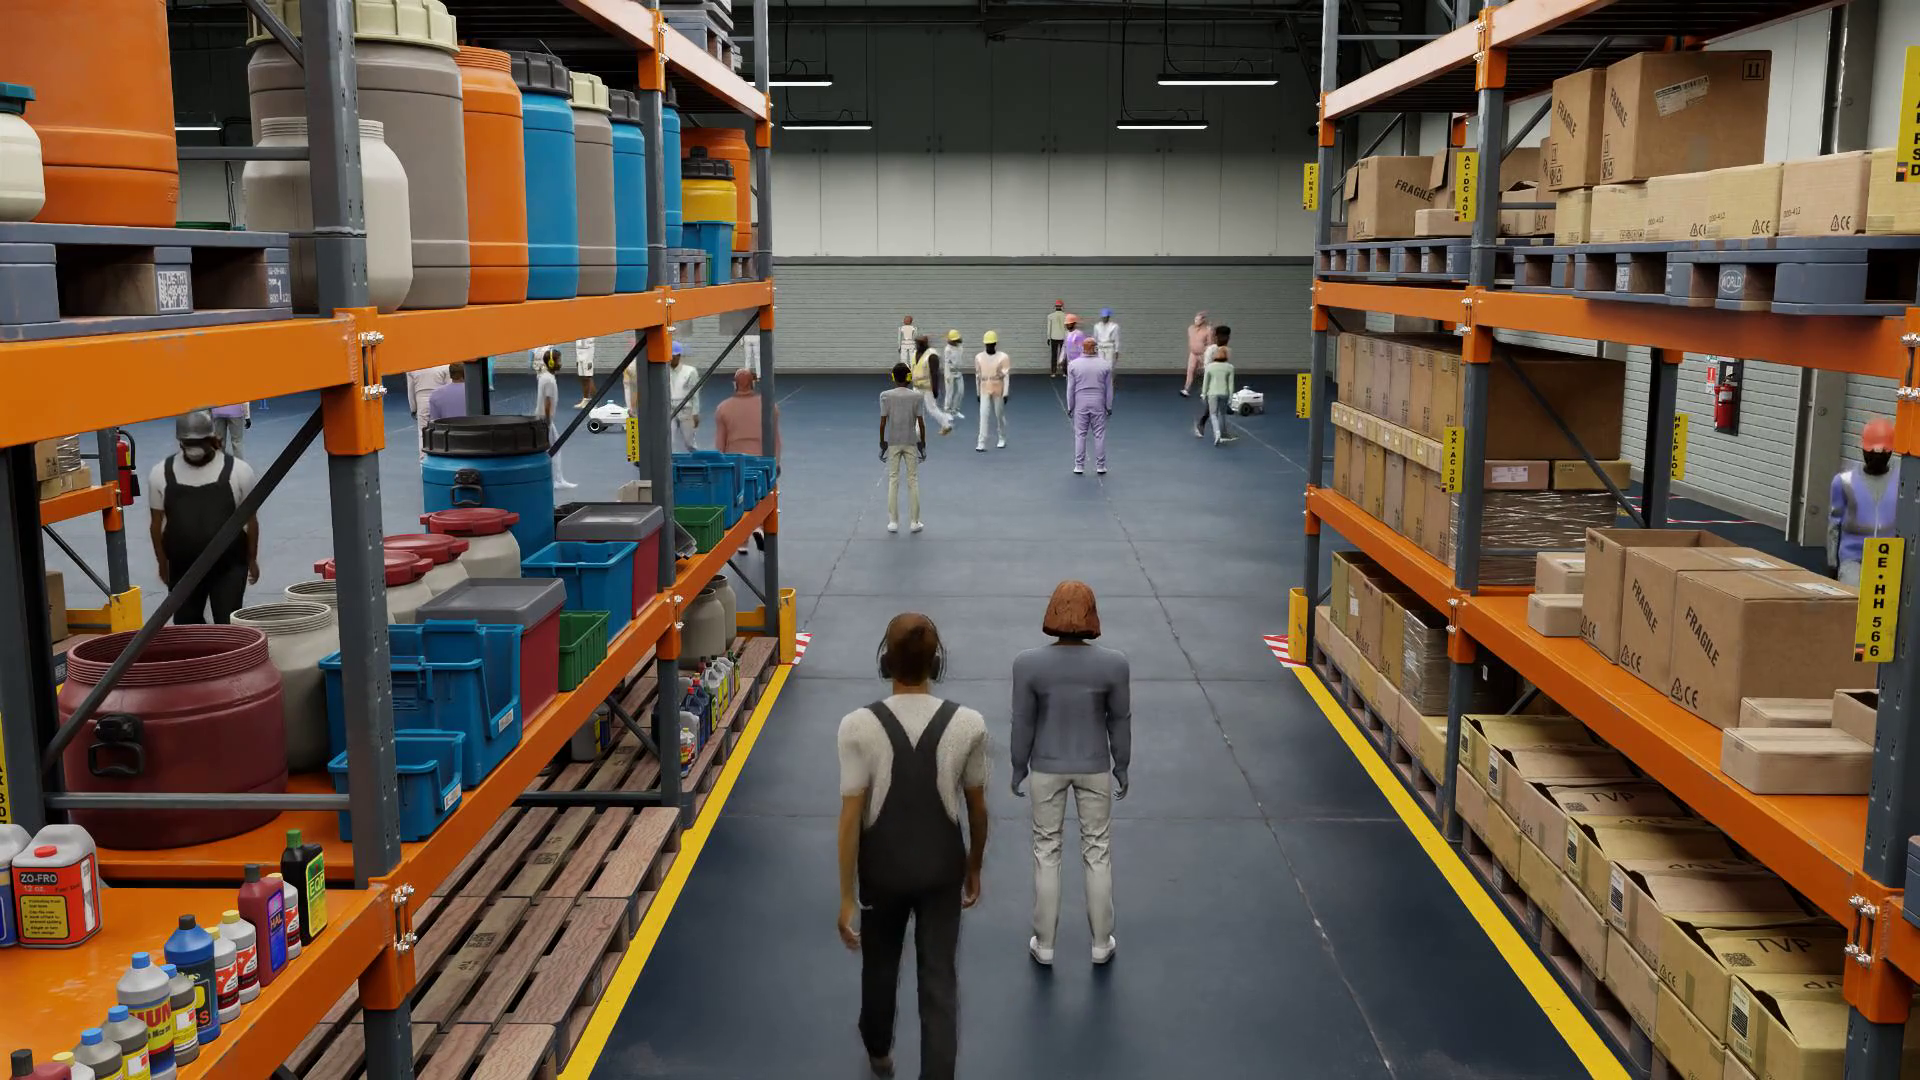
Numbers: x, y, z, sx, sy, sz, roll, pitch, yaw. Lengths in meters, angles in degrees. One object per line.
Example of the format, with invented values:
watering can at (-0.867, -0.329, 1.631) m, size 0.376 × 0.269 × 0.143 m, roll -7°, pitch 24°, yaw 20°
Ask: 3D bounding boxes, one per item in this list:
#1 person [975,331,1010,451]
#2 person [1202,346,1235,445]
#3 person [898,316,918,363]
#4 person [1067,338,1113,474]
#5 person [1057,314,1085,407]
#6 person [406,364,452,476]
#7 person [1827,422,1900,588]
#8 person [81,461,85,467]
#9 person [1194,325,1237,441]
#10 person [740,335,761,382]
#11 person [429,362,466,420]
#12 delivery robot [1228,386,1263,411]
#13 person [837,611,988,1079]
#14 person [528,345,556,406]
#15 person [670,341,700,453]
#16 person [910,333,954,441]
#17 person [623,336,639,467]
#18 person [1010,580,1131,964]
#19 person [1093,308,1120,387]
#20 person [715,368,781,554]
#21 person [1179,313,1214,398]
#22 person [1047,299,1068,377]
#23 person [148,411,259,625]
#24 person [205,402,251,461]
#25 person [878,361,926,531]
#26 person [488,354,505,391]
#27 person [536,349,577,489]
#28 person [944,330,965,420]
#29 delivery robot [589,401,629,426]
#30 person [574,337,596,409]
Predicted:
person at (0.510, -2.363, 26.312) m, size 0.597 × 1.875 × 1.008 m, roll 3°, pitch 10°, yaw 19°
person at (4.214, -2.346, 27.041) m, size 0.498 × 1.607 × 0.768 m, roll 0°, pitch 9°, yaw -2°
person at (-1.283, -4.734, 41.211) m, size 0.523 × 1.636 × 0.311 m, roll 0°, pitch 9°, yaw 1°
person at (1.815, -1.878, 23.306) m, size 0.652 × 1.904 × 0.402 m, roll 0°, pitch 9°, yaw 1°
person at (2.258, -3.638, 33.829) m, size 0.628 × 1.911 × 0.576 m, roll -5°, pitch 11°, yaw -27°
person at (-7.302, -1.839, 23.065) m, size 0.652 × 1.906 × 0.402 m, roll 0°, pitch 9°, yaw 1°
person at (6.211, 0.135, 11.333) m, size 0.554 × 1.880 × 0.975 m, roll 4°, pitch 10°, yaw 21°
person at (-12.988, -1.981, 23.984) m, size 0.585 × 1.881 × 0.337 m, roll 0°, pitch 9°, yaw 1°
person at (4.267, -2.640, 27.805) m, size 0.621 × 1.930 × 0.919 m, roll -9°, pitch 13°, yaw -43°
person at (-5.157, -4.901, 41.305) m, size 0.635 × 1.937 × 0.354 m, roll 0°, pitch 9°, yaw 1°
person at (-5.333, -0.976, 17.803) m, size 0.635 × 1.935 × 0.349 m, roll 0°, pitch 9°, yaw 1°
delivery robot at (5.569, -2.748, 32.394) m, size 0.707 × 0.478 × 0.477 m, roll -7°, pitch 12°, yaw -35°
person at (-0.168, 1.125, 5.663) m, size 0.525 × 1.785 × 0.973 m, roll -1°, pitch 10°, yaw -7°
person at (-8.552, -3.509, 34.015) m, size 0.535 × 1.587 × 0.885 m, roll 2°, pitch 10°, yaw 11°
person at (-3.738, -1.698, 22.178) m, size 0.621 × 1.928 × 0.776 m, roll 1°, pitch 10°, yaw 7°
person at (-0.514, -2.555, 27.702) m, size 0.827 × 1.801 × 0.662 m, roll -9°, pitch 13°, yaw -43°
person at (-4.571, -1.982, 23.940) m, size 0.537 × 1.915 × 0.889 m, roll -3°, pitch 10°, yaw -17°
person at (0.464, 0.978, 7.005) m, size 0.507 × 1.632 × 0.267 m, roll 0°, pitch 9°, yaw 1°
person at (3.304, -4.318, 37.856) m, size 0.617 × 1.926 × 0.451 m, roll 5°, pitch 11°, yaw 27°
person at (-2.151, -0.793, 16.848) m, size 0.664 × 1.887 × 0.464 m, roll -1°, pitch 10°, yaw -5°
person at (5.184, -4.007, 36.218) m, size 0.670 × 1.845 × 1.044 m, roll 7°, pitch 12°, yaw 35°
person at (2.568, -5.242, 43.185) m, size 0.623 × 1.990 × 0.390 m, roll 0°, pitch 9°, yaw 1°
person at (-5.071, 0.093, 11.215) m, size 0.682 × 2.000 × 0.724 m, roll -3°, pitch 10°, yaw -16°
person at (-9.689, -1.676, 22.021) m, size 0.594 × 1.924 × 0.383 m, roll 0°, pitch 9°, yaw 1°
person at (-0.636, -1.028, 18.330) m, size 0.535 × 1.864 × 0.312 m, roll 0°, pitch 9°, yaw 1°
person at (-10.750, -4.302, 38.093) m, size 0.743 × 1.809 × 0.647 m, roll 8°, pitch 12°, yaw 39°
person at (-5.442, -1.561, 21.613) m, size 0.779 × 1.845 × 0.519 m, roll -3°, pitch 10°, yaw -19°
person at (-0.130, -3.093, 31.166) m, size 0.499 × 1.702 × 0.514 m, roll -8°, pitch 13°, yaw -41°
delivery robot at (-6.106, -2.196, 29.088) m, size 0.707 × 0.478 × 0.477 m, roll 0°, pitch 10°, yaw 1°
person at (-7.581, -3.643, 33.458) m, size 0.391 × 2.040 × 0.615 m, roll -7°, pitch 12°, yaw -37°
